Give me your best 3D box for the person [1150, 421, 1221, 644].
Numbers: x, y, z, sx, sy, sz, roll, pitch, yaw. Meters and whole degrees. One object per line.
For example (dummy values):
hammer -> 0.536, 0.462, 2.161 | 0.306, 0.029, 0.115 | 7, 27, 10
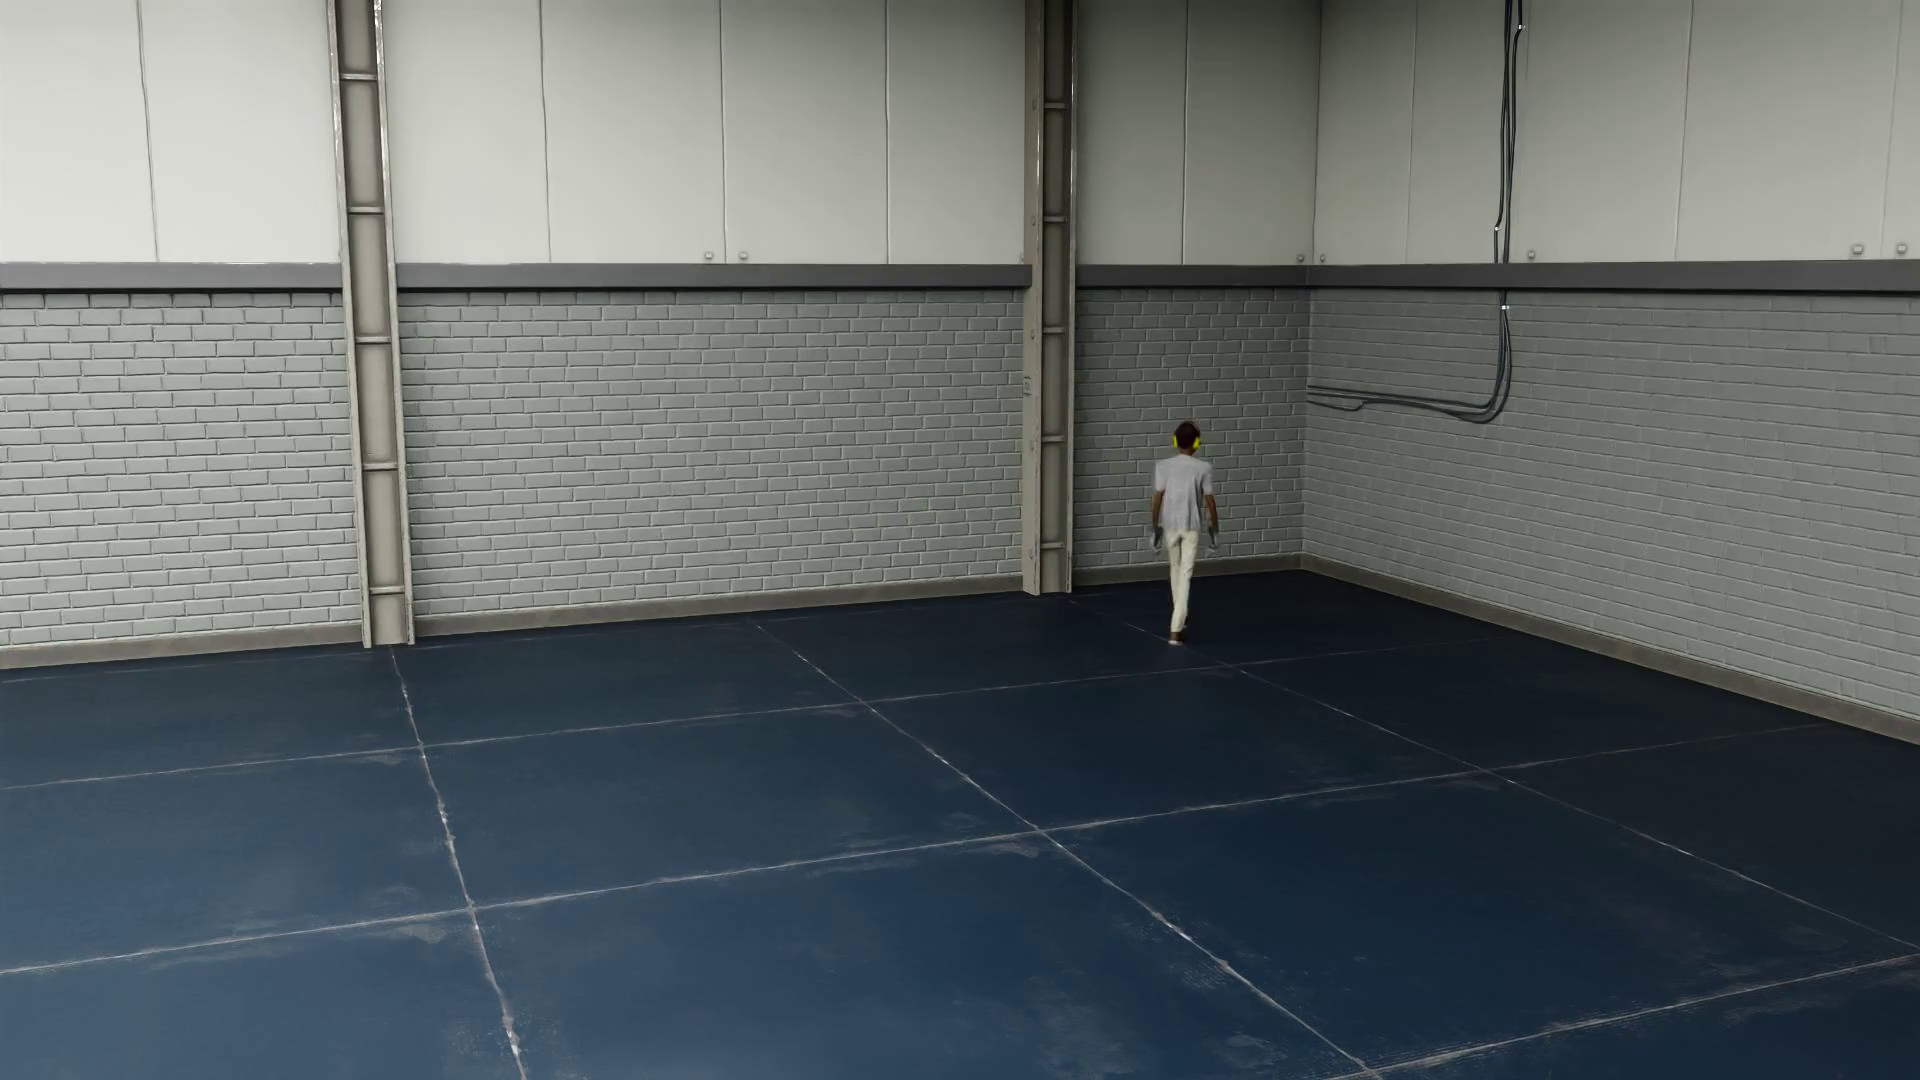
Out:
person -> 1.899, -0.077, 13.922 | 0.545, 1.813, 1.003 | 4, 10, 24
